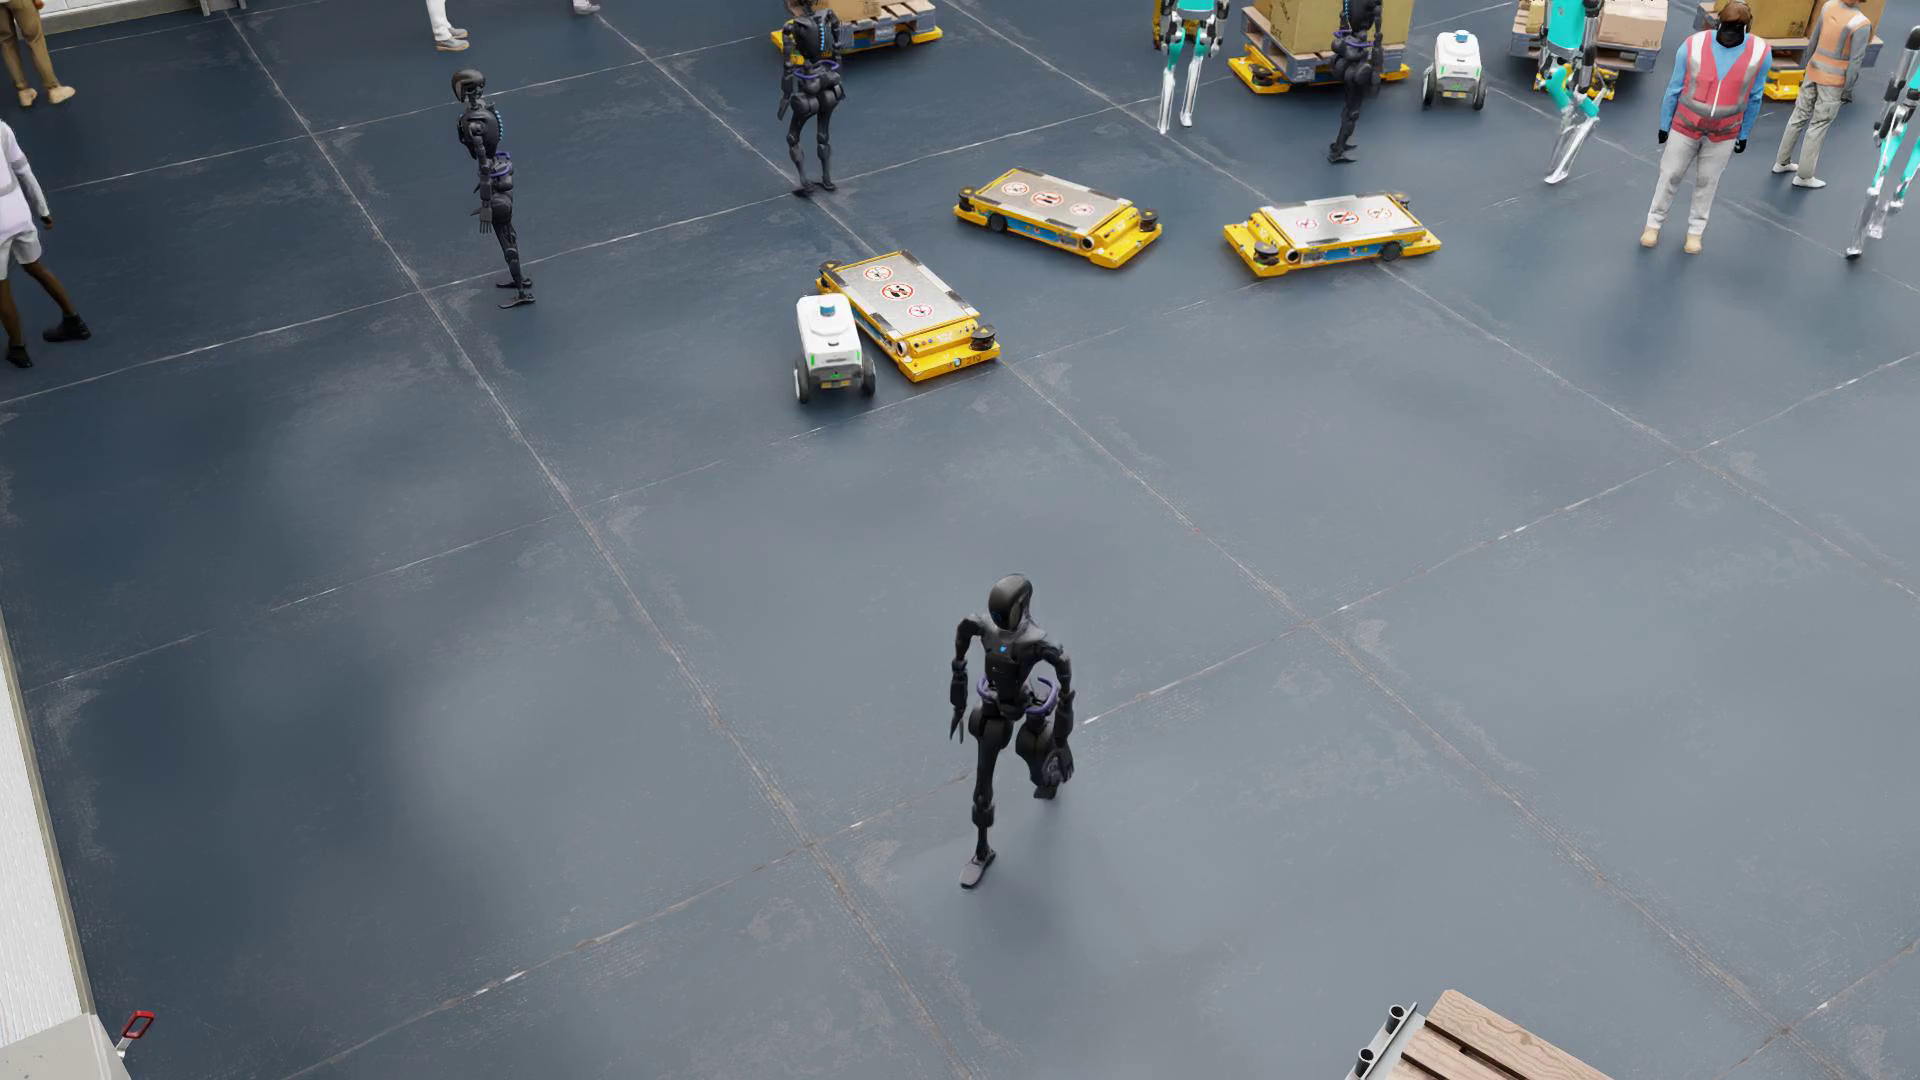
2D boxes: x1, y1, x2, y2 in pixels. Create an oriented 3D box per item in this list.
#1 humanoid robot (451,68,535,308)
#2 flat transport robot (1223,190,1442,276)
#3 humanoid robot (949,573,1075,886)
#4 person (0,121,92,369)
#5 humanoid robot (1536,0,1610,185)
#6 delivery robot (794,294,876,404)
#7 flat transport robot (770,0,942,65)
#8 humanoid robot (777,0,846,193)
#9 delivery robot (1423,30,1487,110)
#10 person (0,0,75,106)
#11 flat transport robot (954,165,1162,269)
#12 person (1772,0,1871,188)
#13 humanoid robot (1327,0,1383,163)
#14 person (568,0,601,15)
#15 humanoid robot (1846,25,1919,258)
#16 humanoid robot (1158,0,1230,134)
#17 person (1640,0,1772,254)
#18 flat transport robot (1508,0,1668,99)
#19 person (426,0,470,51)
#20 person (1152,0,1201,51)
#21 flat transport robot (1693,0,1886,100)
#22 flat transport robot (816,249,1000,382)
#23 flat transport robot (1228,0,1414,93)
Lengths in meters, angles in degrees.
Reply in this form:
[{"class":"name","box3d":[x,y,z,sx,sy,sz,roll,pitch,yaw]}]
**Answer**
[{"class":"humanoid robot","box3d":[-3.129,-2.351,11.113,0.315,1.657,0.599,-7,39,-9]},{"class":"flat transport robot","box3d":[2.711,-2.235,12.112,1.431,0.231,0.659,-10,39,-12]},{"class":"humanoid robot","box3d":[0.258,0.747,7.277,0.611,1.642,0.804,16,41,20]},{"class":"person","box3d":[-6.109,-2.026,10.532,0.428,1.915,0.606,18,42,21]},{"class":"humanoid robot","box3d":[4.675,-3.505,12.565,0.730,1.828,0.540,-17,41,-20]},{"class":"delivery robot","box3d":[-0.833,-1.255,10.633,0.499,0.579,0.753,-7,39,-9]},{"class":"flat transport robot","box3d":[-0.943,-4.641,15.148,1.431,0.231,0.659,-17,42,-21]},{"class":"humanoid robot","box3d":[-1.093,-3.378,12.412,0.318,1.649,0.612,32,48,33]},{"class":"delivery robot","box3d":[4.208,-3.999,14.123,0.514,0.613,0.785,7,39,9]},{"class":"person","box3d":[-7.840,-4.442,13.695,0.531,1.769,0.374,1,38,1]},{"class":"flat transport robot","box3d":[0.719,-2.412,12.335,1.431,0.231,0.659,24,44,27]},{"class":"person","box3d":[6.560,-3.481,12.579,0.305,1.638,0.524,-9,39,-11]},{"class":"humanoid robot","box3d":[3.094,-3.734,12.866,0.375,1.648,0.588,-13,40,-16]},{"class":"person","box3d":[-3.675,-5.779,15.349,0.585,1.808,0.555,4,39,5]},{"class":"humanoid robot","box3d":[6.661,-2.776,11.630,0.561,1.781,0.916,19,42,22]},{"class":"humanoid robot","box3d":[1.847,-4.075,13.262,0.546,1.770,0.813,3,38,4]},{"class":"person","box3d":[5.234,-2.893,11.689,0.629,1.836,0.431,13,40,16]},{"class":"flat transport robot","box3d":[5.477,-4.276,14.688,0.659,0.231,1.431,13,40,15]},{"class":"person","box3d":[-4.673,-5.294,14.674,0.357,1.881,0.573,-8,39,-10]},{"class":"person","box3d":[2.018,-5.157,14.627,0.584,1.721,0.565,27,46,29]},{"class":"flat transport robot","box3d":[7.195,-4.243,14.646,0.659,0.231,1.431,-2,38,-3]},{"class":"flat transport robot","box3d":[-0.373,-1.553,11.252,0.659,0.231,1.431,-20,43,-23]},{"class":"flat transport robot","box3d":[3.143,-4.177,14.562,1.431,0.231,0.659,-9,39,-11]}]
